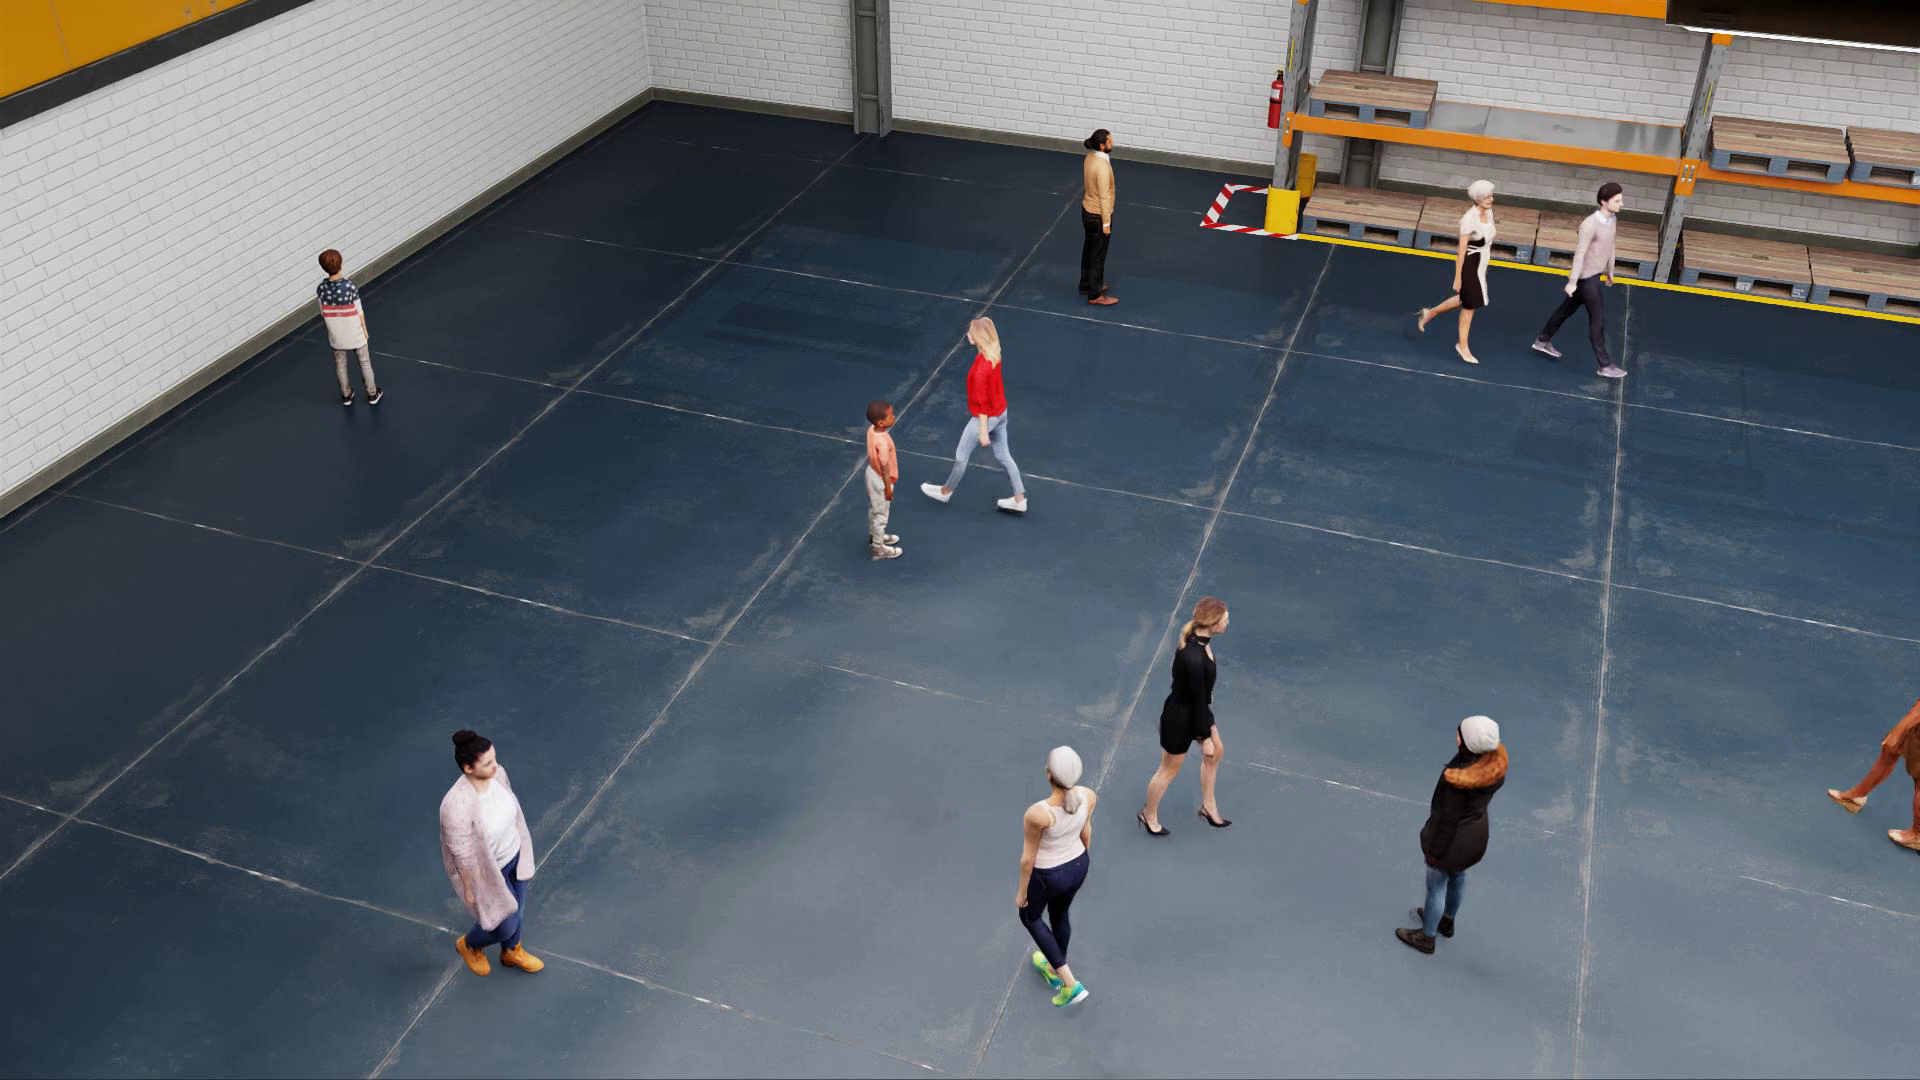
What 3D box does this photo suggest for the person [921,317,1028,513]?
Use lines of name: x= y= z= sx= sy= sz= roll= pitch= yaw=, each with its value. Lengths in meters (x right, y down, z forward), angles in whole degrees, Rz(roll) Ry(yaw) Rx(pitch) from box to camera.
person: x=0.286 y=-0.918 z=12.976 sx=1.081 sy=1.651 sz=0.646 roll=12 pitch=35 yaw=17

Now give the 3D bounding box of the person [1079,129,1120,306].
person: x=1.345 y=-3.173 z=16.275 sx=0.781 sy=1.755 sz=0.757 roll=-8 pitch=34 yaw=-12

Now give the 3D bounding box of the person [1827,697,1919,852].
person: x=5.792 y=1.187 z=9.795 sx=0.943 sy=1.666 sz=0.787 roll=28 pitch=42 yaw=35

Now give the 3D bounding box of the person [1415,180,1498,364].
person: x=4.605 y=-2.488 z=15.262 sx=1.030 sy=1.734 sz=0.808 roll=24 pitch=40 yaw=32

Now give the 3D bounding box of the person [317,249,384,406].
person: x=-5.396 y=-1.869 z=14.599 sx=0.523 sy=1.437 sz=0.634 roll=-2 pitch=34 yaw=-3

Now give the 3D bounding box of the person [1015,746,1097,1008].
person: x=0.556 y=1.839 z=8.796 sx=0.851 sy=1.686 sz=0.930 roll=-19 pitch=38 yaw=-26

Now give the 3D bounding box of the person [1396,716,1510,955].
person: x=2.760 y=1.620 z=9.170 sx=0.739 sy=1.636 sz=0.760 roll=-28 pitch=43 yaw=-35

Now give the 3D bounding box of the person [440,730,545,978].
person: x=-2.608 y=1.709 z=8.951 sx=0.759 sy=1.732 sz=0.712 roll=11 pitch=35 yaw=15

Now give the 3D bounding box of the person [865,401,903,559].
person: x=-0.614 y=-0.474 z=12.615 sx=0.603 sy=1.310 sz=0.556 roll=-9 pitch=35 yaw=-13

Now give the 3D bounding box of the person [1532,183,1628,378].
person: x=5.642 y=-2.393 z=15.098 sx=1.002 sy=1.757 sz=1.269 roll=-28 pitch=42 yaw=-35

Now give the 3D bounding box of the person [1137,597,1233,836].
person: x=1.268 y=1.078 z=9.893 sx=0.863 sy=1.739 sz=0.699 roll=6 pitch=34 yaw=9
